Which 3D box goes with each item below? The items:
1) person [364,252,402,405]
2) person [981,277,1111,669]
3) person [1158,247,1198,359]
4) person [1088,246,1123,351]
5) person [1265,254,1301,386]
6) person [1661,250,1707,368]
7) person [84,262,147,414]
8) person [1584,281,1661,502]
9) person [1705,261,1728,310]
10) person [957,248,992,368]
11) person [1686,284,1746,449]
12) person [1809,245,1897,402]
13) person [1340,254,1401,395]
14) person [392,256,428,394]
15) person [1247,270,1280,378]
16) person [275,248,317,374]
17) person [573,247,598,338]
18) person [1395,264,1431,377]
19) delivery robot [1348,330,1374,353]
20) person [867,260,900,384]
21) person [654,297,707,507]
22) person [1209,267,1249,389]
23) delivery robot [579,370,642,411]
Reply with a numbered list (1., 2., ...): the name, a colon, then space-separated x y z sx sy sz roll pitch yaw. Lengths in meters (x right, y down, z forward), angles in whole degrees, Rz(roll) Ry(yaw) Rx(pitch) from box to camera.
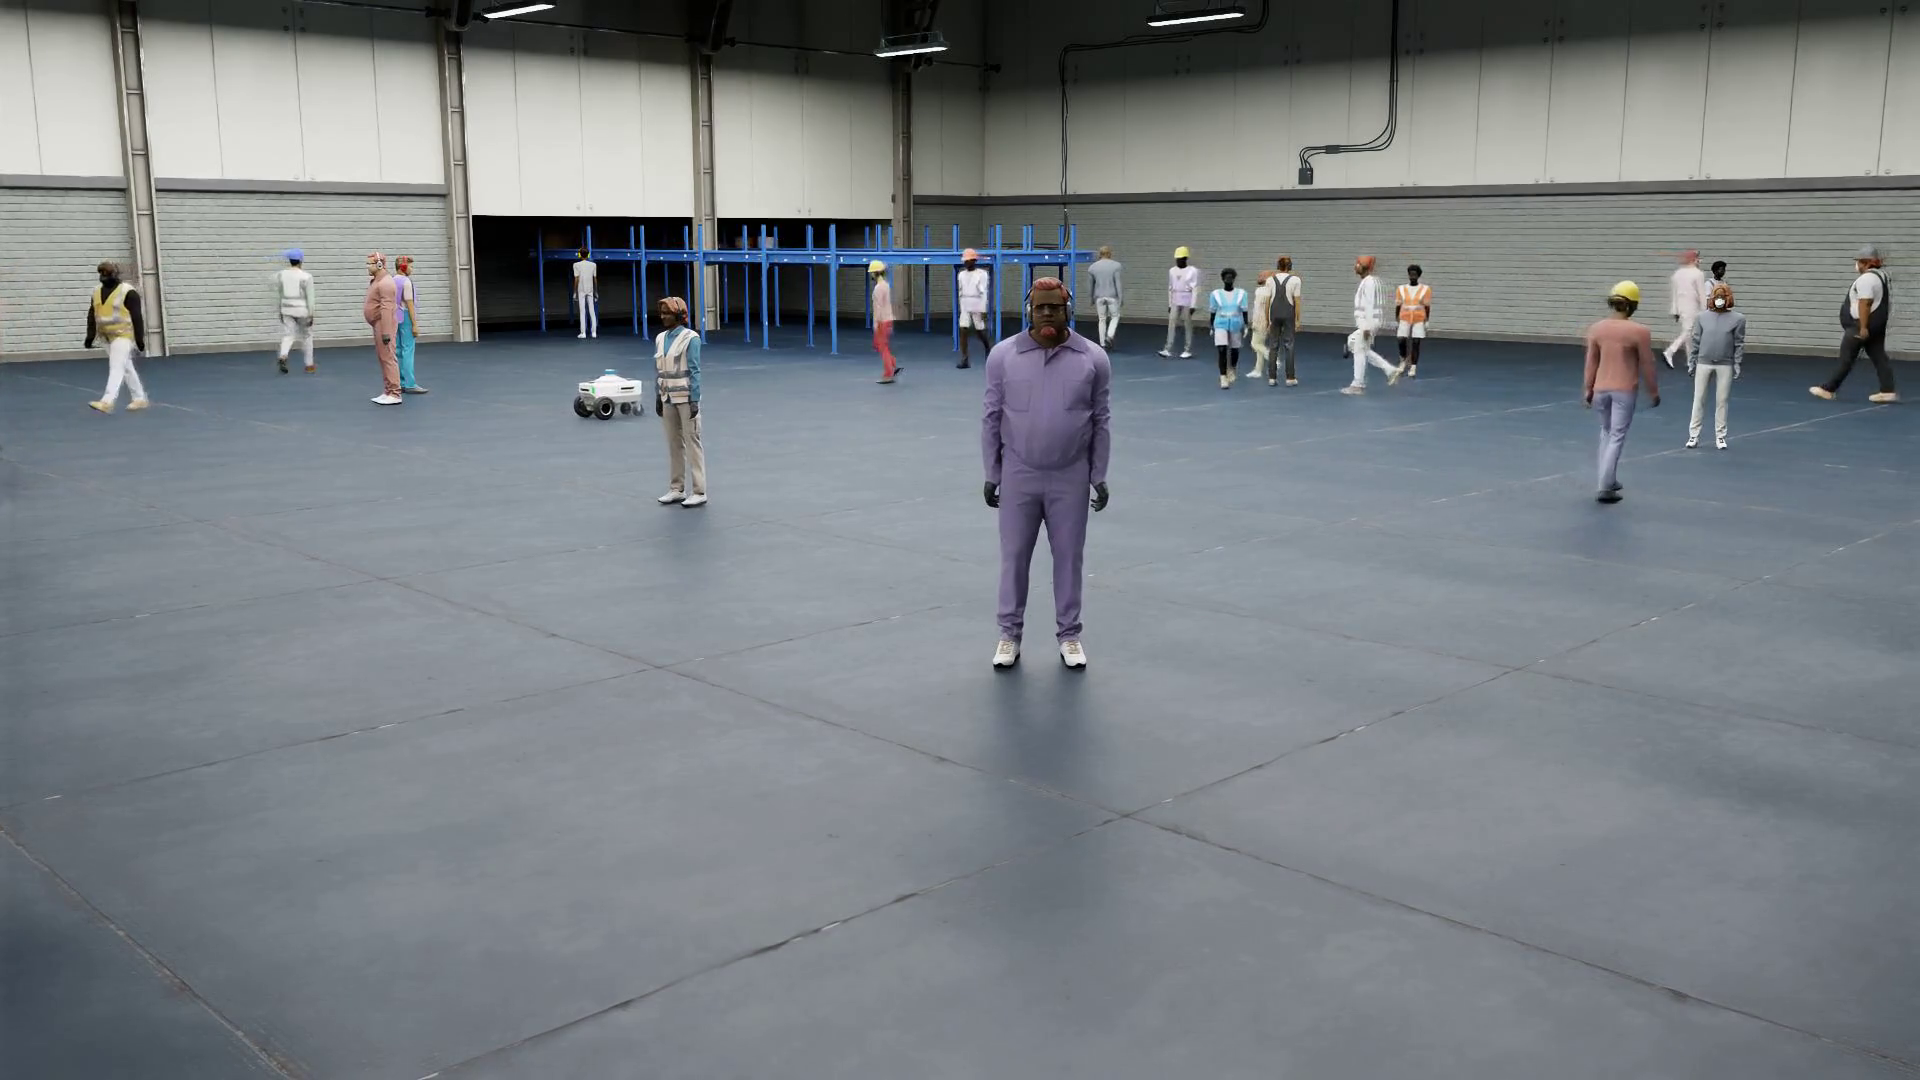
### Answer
1. person: -7.292 -2.664 20.963 0.401 1.899 0.636 -5 11 -25
2. person: 0.421 -0.321 8.143 0.639 1.910 0.406 0 10 1
3. person: 3.741 -4.054 28.512 0.612 1.893 0.871 9 13 39
4. person: 2.644 -4.385 30.272 0.674 1.919 0.814 3 11 18
5. person: 4.560 -3.109 23.513 0.507 1.847 0.351 5 11 25
6. person: 11.576 -3.671 26.472 0.858 1.881 0.638 -2 11 -9
7. person: -10.132 -2.417 19.882 0.623 1.791 0.972 4 11 20
8. person: 5.347 -1.191 13.344 0.695 1.746 0.536 -7 13 -34
9. person: 12.513 -3.778 27.589 0.530 1.689 0.322 -6 12 -28
10. person: 0.232 -3.740 26.785 0.548 1.912 0.814 5 12 28
11. person: 7.530 -1.733 16.589 0.497 1.633 0.285 5 11 24
12. person: 11.554 -2.775 21.274 0.695 2.000 1.019 -8 13 -39
13. person: 5.508 -2.875 22.208 0.698 1.867 0.587 2 11 11
14. person: -7.478 -2.890 22.340 0.563 1.838 0.390 10 14 43
15. person: 4.552 -3.215 24.765 0.529 1.604 0.529 9 14 40
16. person: -10.136 -3.483 25.343 0.608 1.925 0.764 0 10 1
17. person: -7.759 -5.117 34.427 0.538 1.860 0.313 -6 12 -29
18. person: 6.797 -3.297 24.988 0.537 1.684 0.382 4 11 22
19. delivery robot: 6.974 -3.481 28.924 0.477 0.478 0.707 4 11 23
20. person: -1.114 -3.120 23.805 0.431 1.749 0.568 2 11 12
21. person: -2.210 -1.091 13.097 0.519 1.633 0.311 9 14 41
22. person: 3.752 -2.976 23.261 0.554 1.668 0.762 1 10 5
23. delivery robot: -4.094 -1.754 19.508 0.707 0.478 0.477 -10 14 -43
